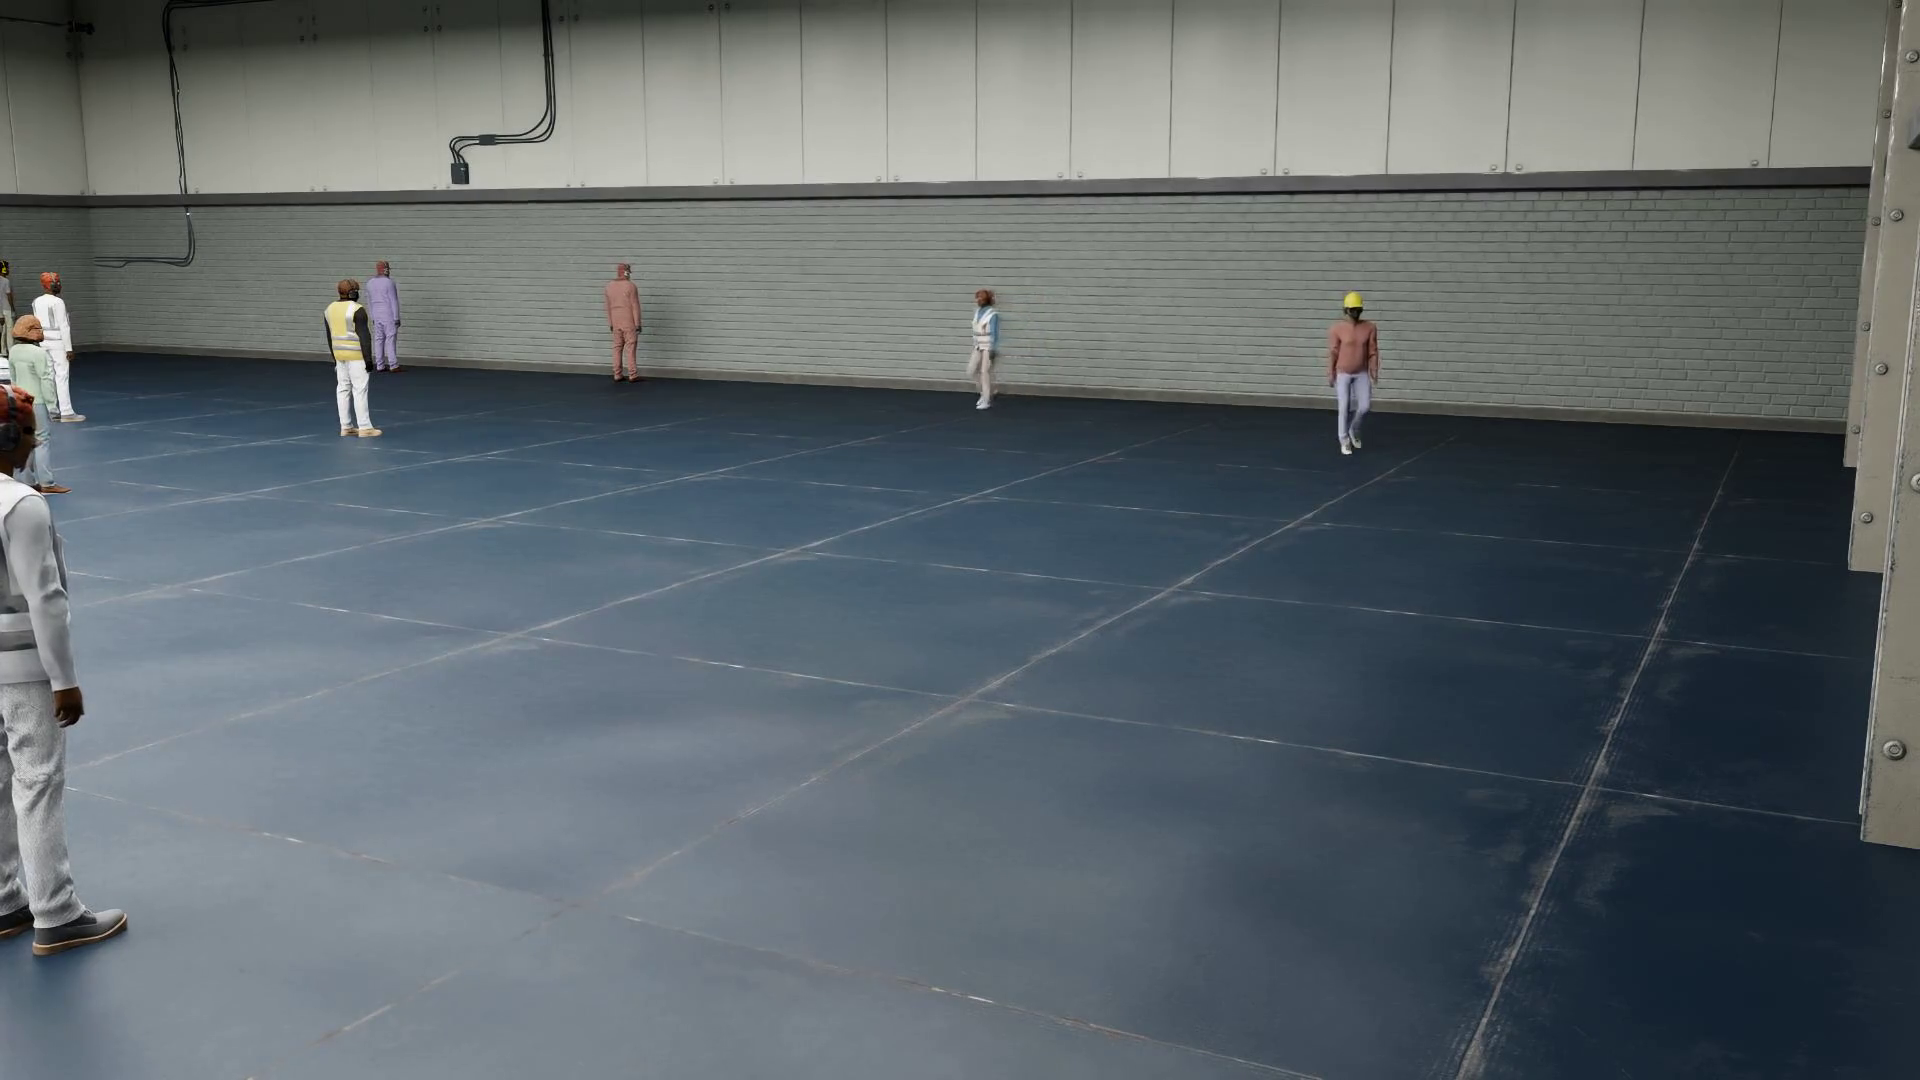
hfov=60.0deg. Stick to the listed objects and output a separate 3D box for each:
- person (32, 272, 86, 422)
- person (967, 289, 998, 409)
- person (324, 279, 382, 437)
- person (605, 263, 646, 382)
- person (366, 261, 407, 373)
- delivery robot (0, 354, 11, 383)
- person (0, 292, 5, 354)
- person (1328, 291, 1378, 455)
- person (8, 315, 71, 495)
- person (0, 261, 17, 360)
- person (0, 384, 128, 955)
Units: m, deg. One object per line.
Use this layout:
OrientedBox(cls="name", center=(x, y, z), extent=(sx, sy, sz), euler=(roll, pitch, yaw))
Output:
OrientedBox(cls="person", center=(-11.419, -2.427, 21.014), extent=(0.573, 1.883, 0.355), euler=(5, 12, 27))
OrientedBox(cls="person", center=(0.318, -2.576, 22.506), extent=(0.365, 1.619, 0.530), euler=(-8, 13, -36))
OrientedBox(cls="person", center=(-7.106, -2.125, 19.477), extent=(0.621, 1.845, 0.429), euler=(5, 12, 27))
OrientedBox(cls="person", center=(-5.369, -3.480, 26.706), extent=(0.639, 1.902, 0.407), euler=(5, 12, 27))
OrientedBox(cls="person", center=(-9.858, -3.828, 28.581), extent=(0.639, 1.910, 0.407), euler=(5, 12, 27))
OrientedBox(cls="delivery robot", center=(-14.549, -2.581, 25.220), extent=(0.707, 0.478, 0.477), euler=(-4, 11, -20))
OrientedBox(cls="person", center=(-17.057, -3.980, 29.357), extent=(0.543, 1.928, 0.372), euler=(5, 12, 27))
OrientedBox(cls="person", center=(4.216, -1.786, 17.848), extent=(0.554, 1.749, 0.386), euler=(0, 10, -3))
OrientedBox(cls="person", center=(-8.413, -1.226, 15.140), extent=(0.498, 1.634, 0.280), euler=(5, 12, 27))
OrientedBox(cls="person", center=(-17.982, -4.319, 31.358), extent=(0.517, 1.873, 0.328), euler=(5, 12, 27))
OrientedBox(cls="person", center=(-3.100, 0.422, 5.464), extent=(0.573, 1.887, 0.355), euler=(5, 12, 27))
